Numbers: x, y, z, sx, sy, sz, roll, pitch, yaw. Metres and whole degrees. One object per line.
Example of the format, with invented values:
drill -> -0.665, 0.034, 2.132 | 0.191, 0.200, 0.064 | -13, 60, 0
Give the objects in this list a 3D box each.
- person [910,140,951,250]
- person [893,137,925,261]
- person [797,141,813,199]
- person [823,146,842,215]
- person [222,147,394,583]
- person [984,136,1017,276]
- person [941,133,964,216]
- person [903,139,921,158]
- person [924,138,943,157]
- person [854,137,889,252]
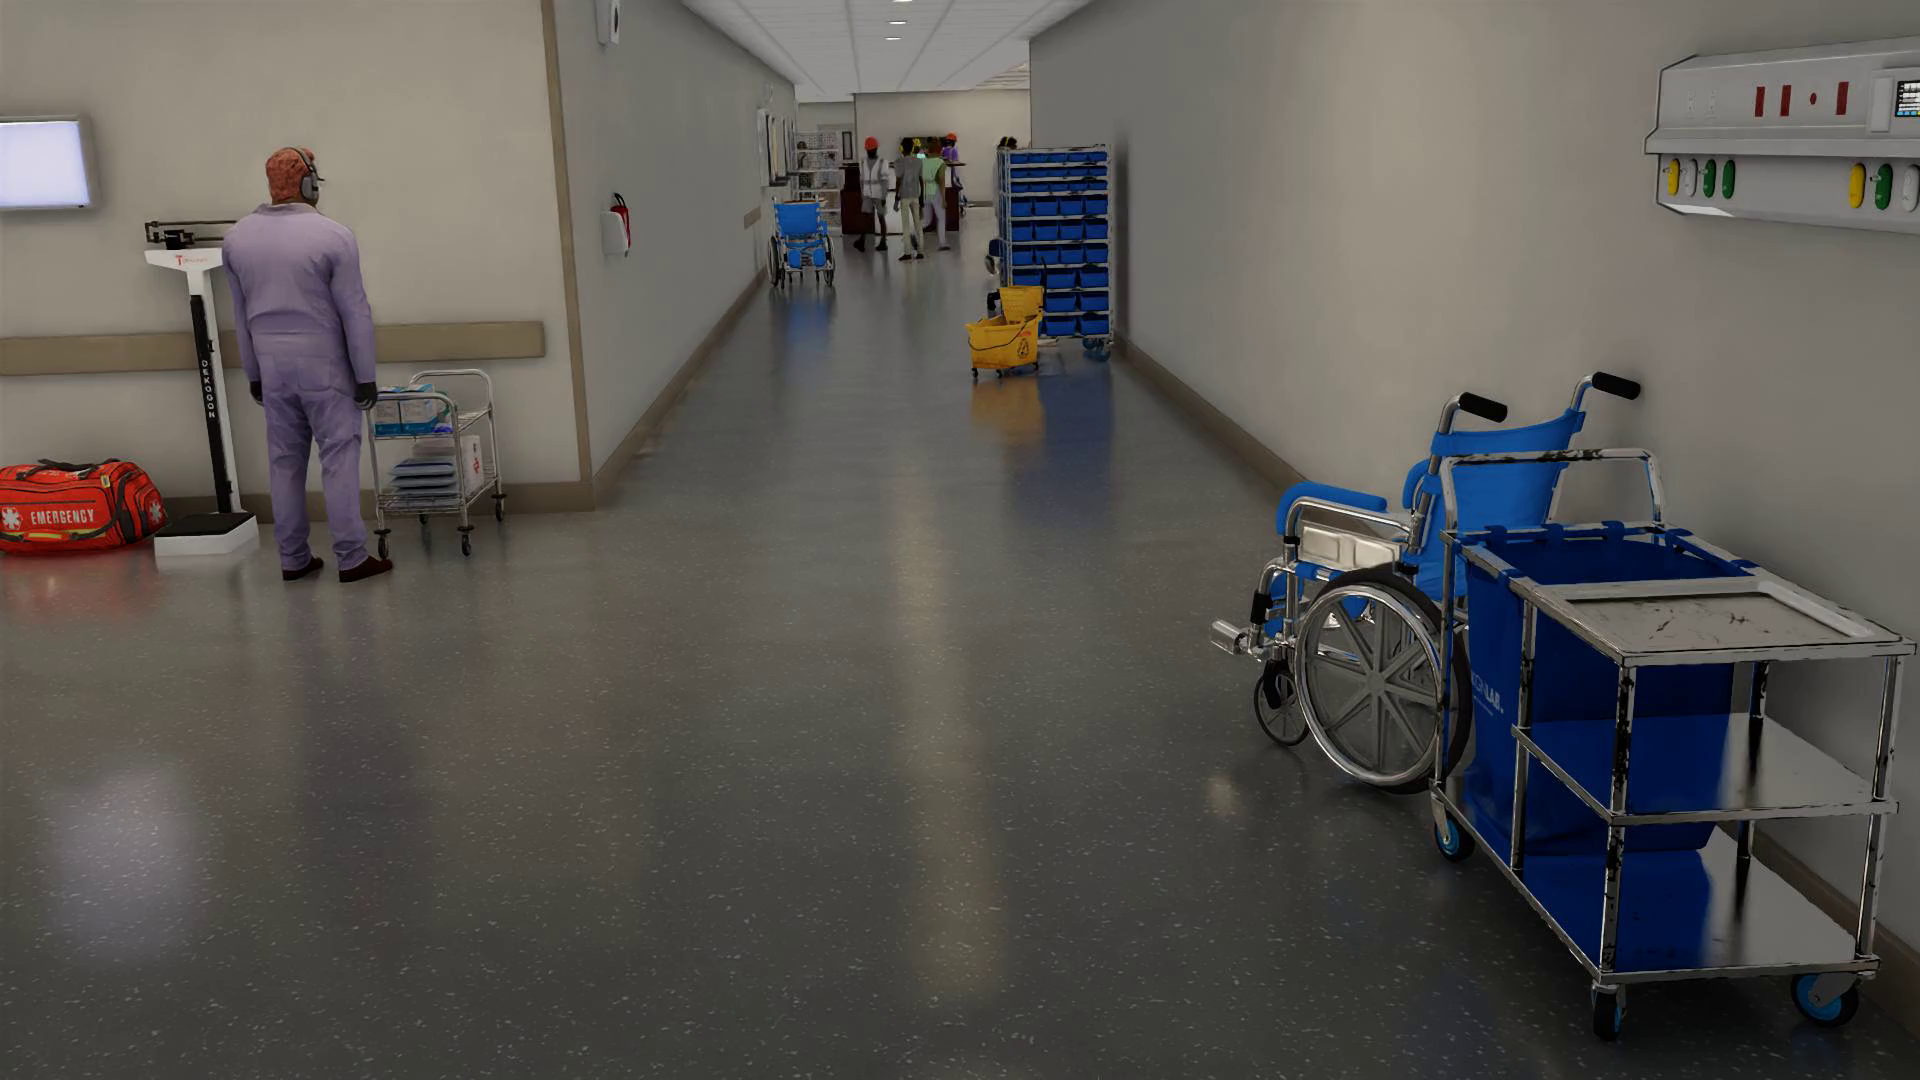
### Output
person -> -0.510, -5.652, 27.374 | 0.598, 1.808, 0.793 | 10, 18, 40
person -> -0.784, -5.226, 25.515 | 0.535, 1.868, 0.309 | -9, 16, -28
person -> -3.472, -7.879, 36.787 | 0.505, 1.842, 0.346 | 3, 14, 17
person -> -3.227, -9.024, 41.702 | 0.457, 1.732, 0.559 | 5, 15, 27
person -> -2.847, -0.754, 7.324 | 0.648, 1.902, 0.399 | 1, 14, 12
person -> 0.535, -4.408, 22.057 | 0.486, 1.838, 0.622 | -9, 16, -28
person -> -0.190, -8.555, 38.988 | 0.366, 1.935, 0.543 | -13, 18, -39
person -> -1.059, -8.625, 39.617 | 0.592, 1.826, 0.404 | -11, 16, -33
person -> -0.591, -8.486, 38.980 | 0.431, 1.835, 0.623 | 11, 19, 43
person -> -1.457, -5.714, 27.582 | 0.557, 1.872, 1.012 | 3, 15, 20
